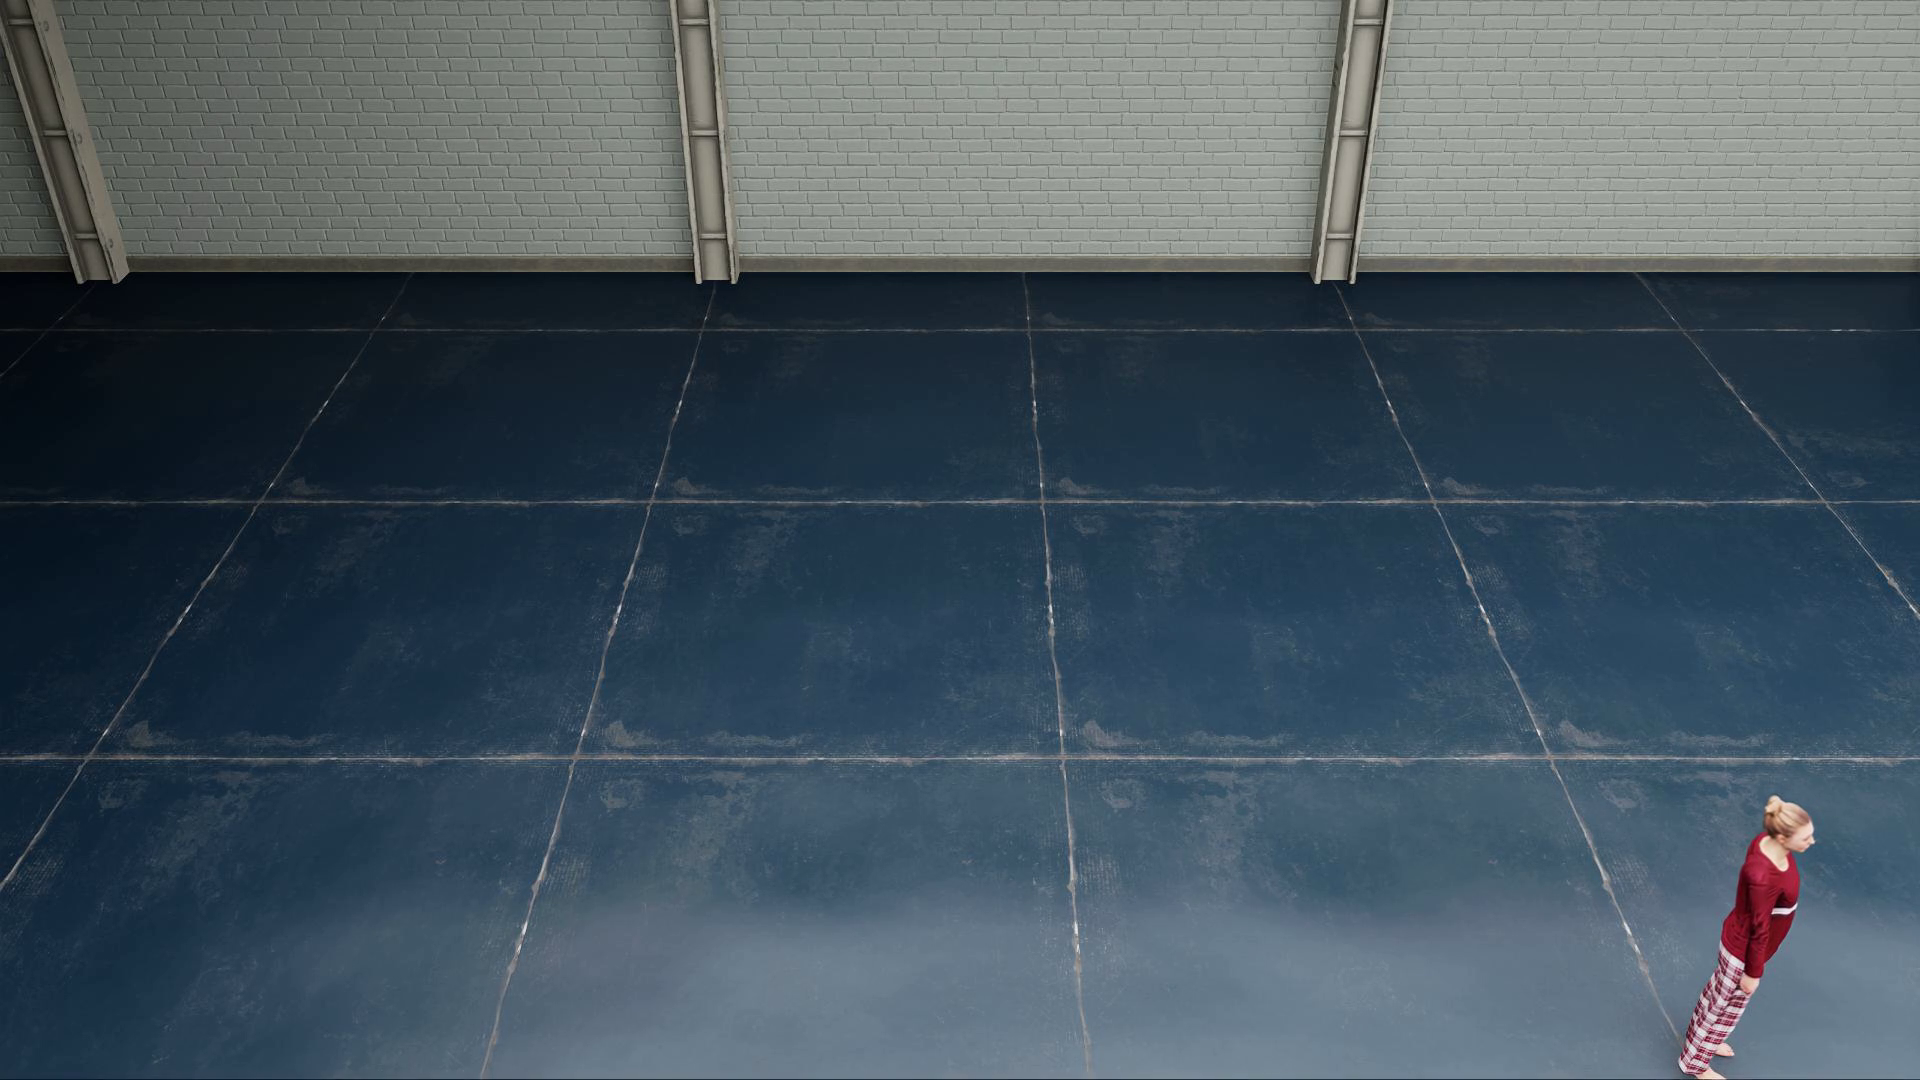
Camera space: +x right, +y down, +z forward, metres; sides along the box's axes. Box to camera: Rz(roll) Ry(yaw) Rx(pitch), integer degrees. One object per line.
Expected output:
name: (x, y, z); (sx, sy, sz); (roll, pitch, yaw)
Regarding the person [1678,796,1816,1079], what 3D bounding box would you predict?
person: (3.713, 1.883, 7.836); (0.660, 1.698, 0.682); (15, 36, 22)
